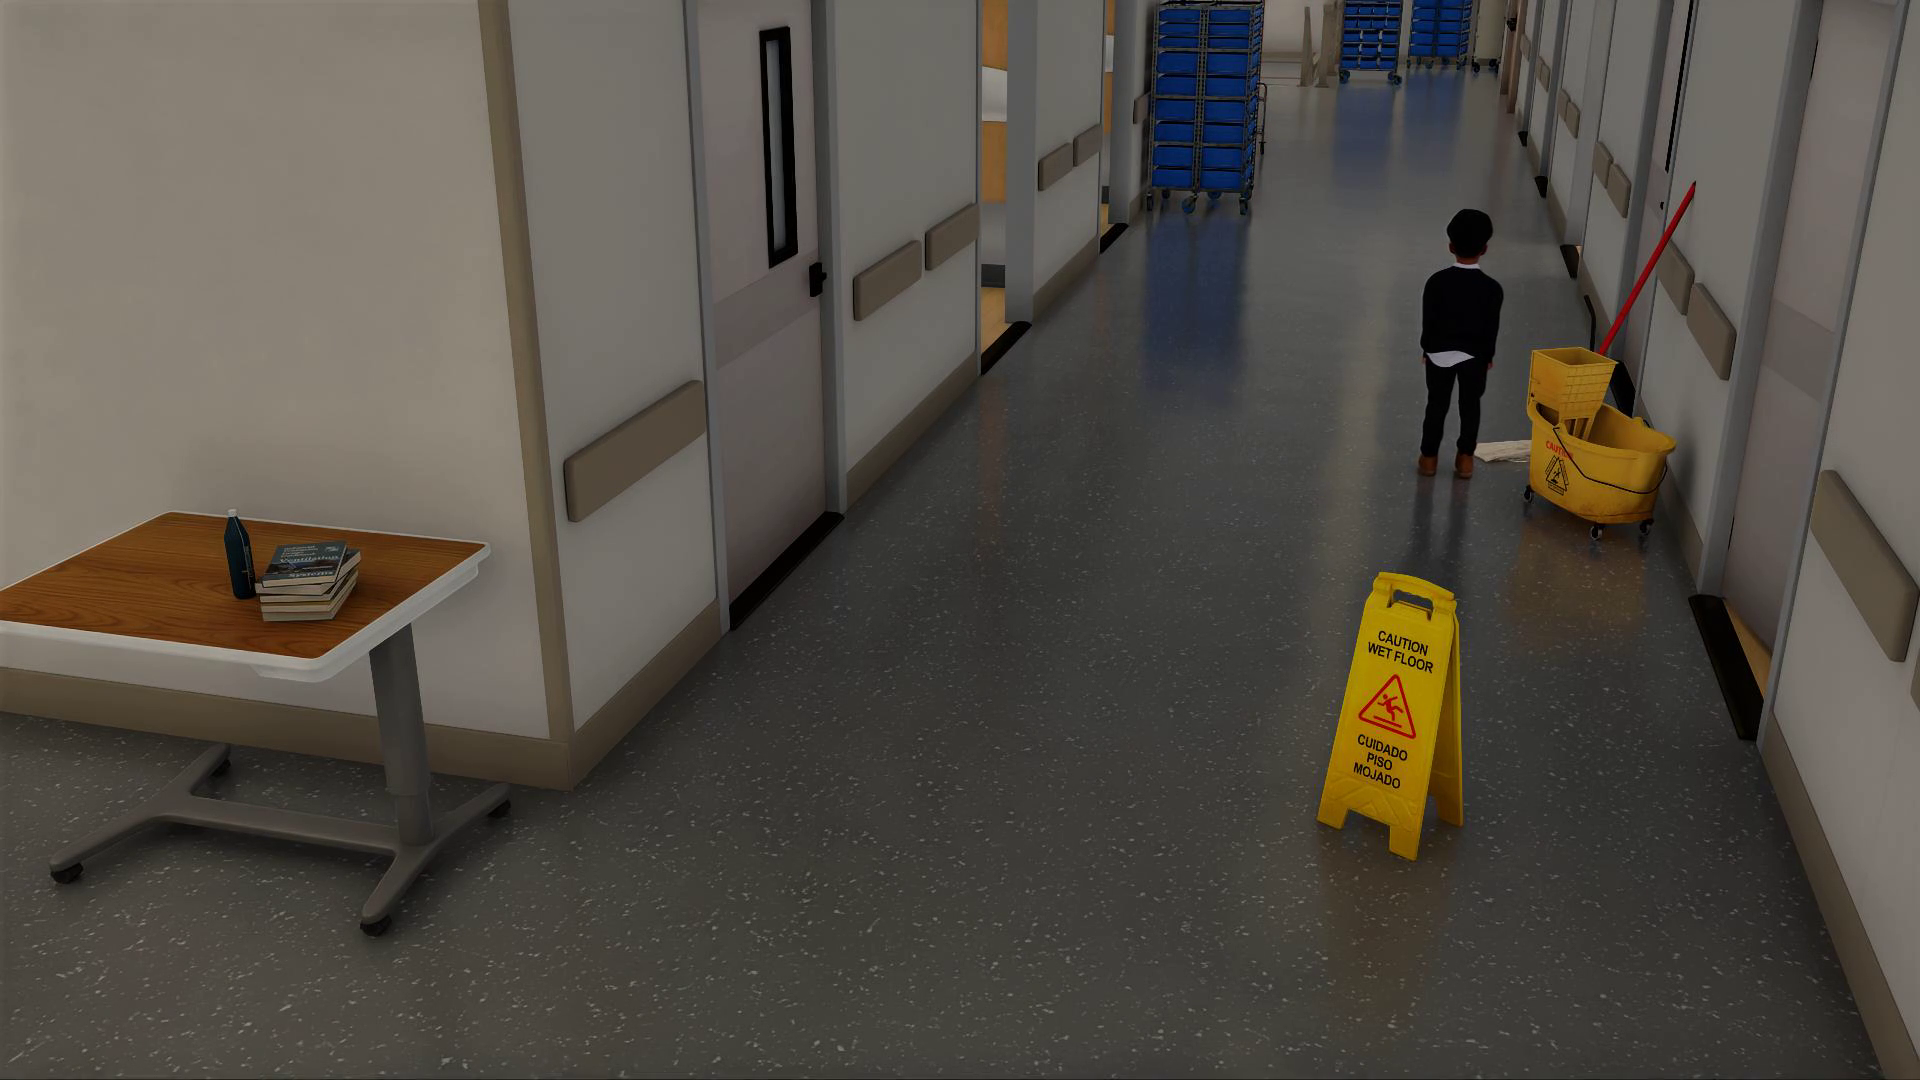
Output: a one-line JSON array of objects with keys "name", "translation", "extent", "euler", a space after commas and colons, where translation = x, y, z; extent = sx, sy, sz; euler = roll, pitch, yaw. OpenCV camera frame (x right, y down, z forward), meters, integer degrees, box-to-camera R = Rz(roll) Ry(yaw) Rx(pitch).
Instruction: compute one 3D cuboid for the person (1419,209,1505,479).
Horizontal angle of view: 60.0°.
[{"name": "person", "translation": [2.276, -0.888, 7.573], "extent": [0.514, 1.224, 0.503], "euler": [8, 22, 19]}]
